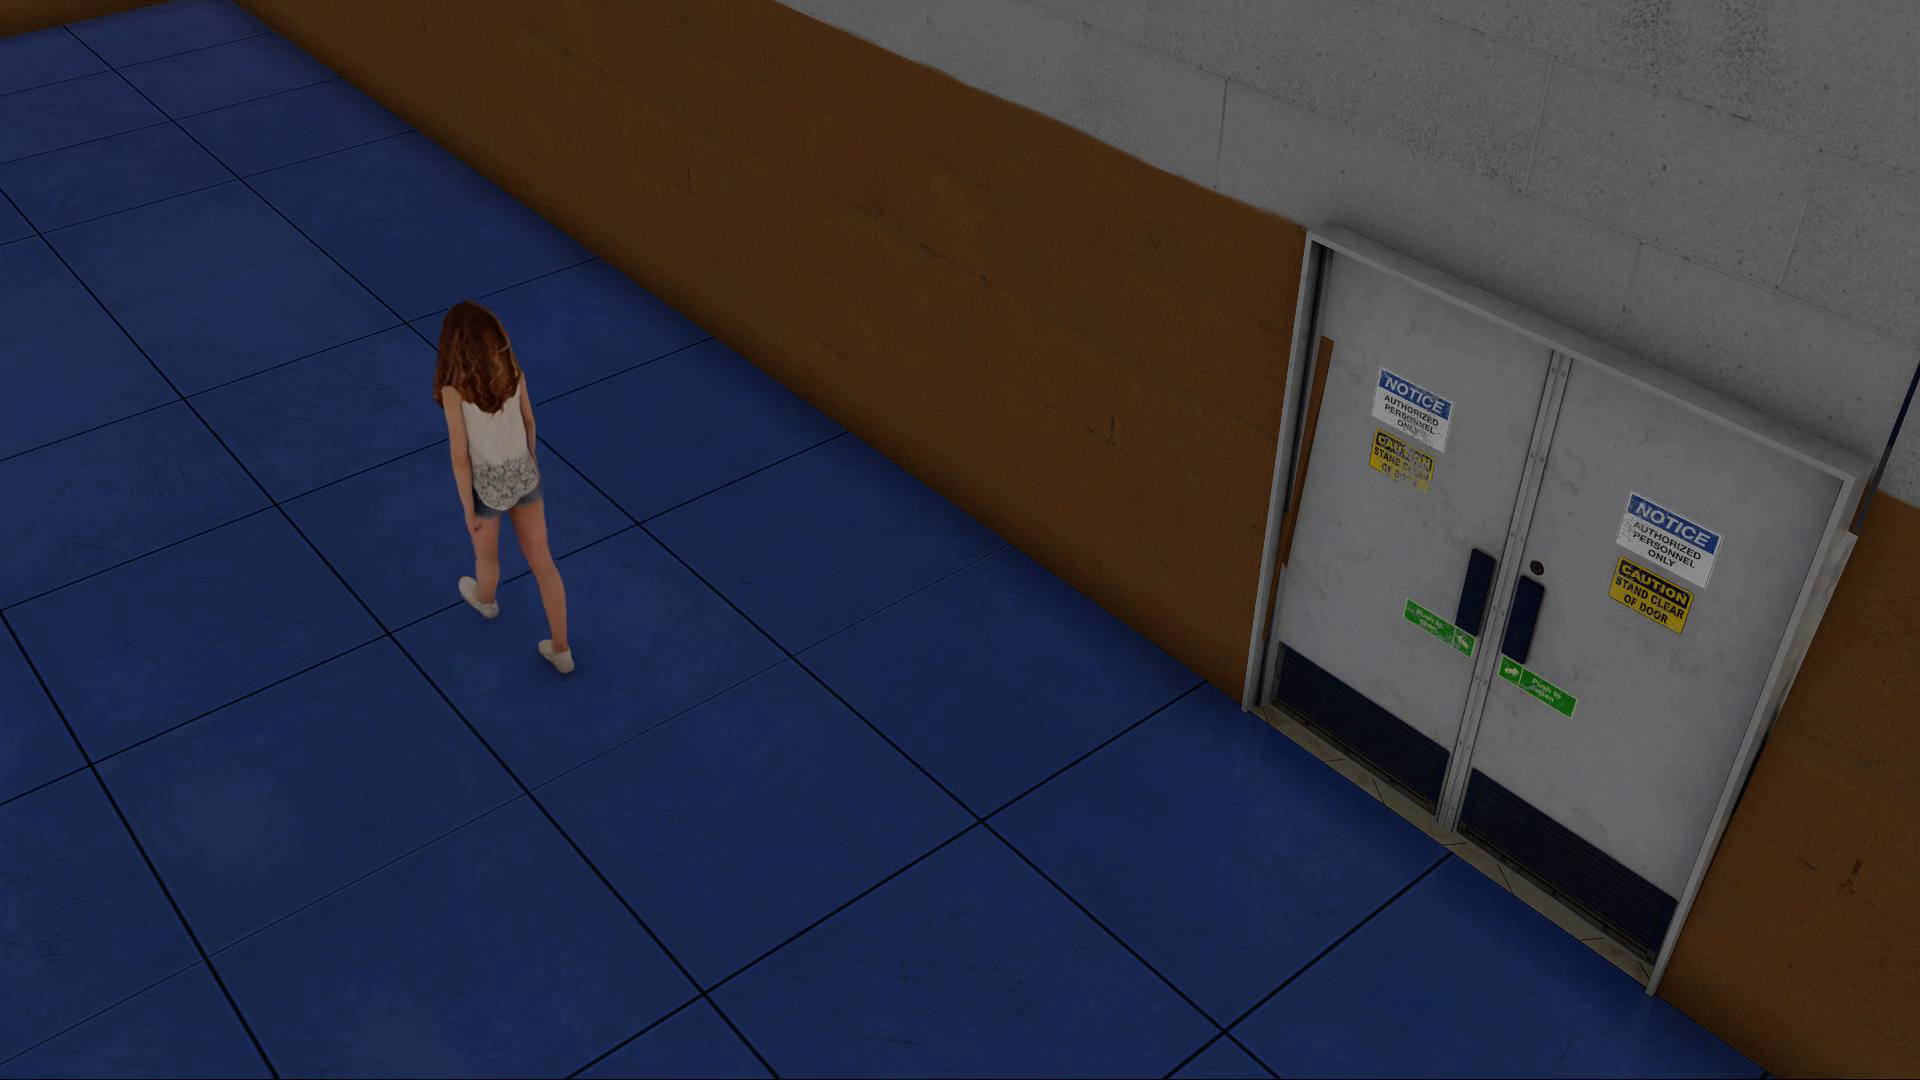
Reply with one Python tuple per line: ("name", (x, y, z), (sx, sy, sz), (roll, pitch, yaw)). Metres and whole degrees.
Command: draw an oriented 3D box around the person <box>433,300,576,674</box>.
("person", (-1.871, -0.154, 7.036), (0.951, 1.732, 0.671), (-29, 45, -32))
